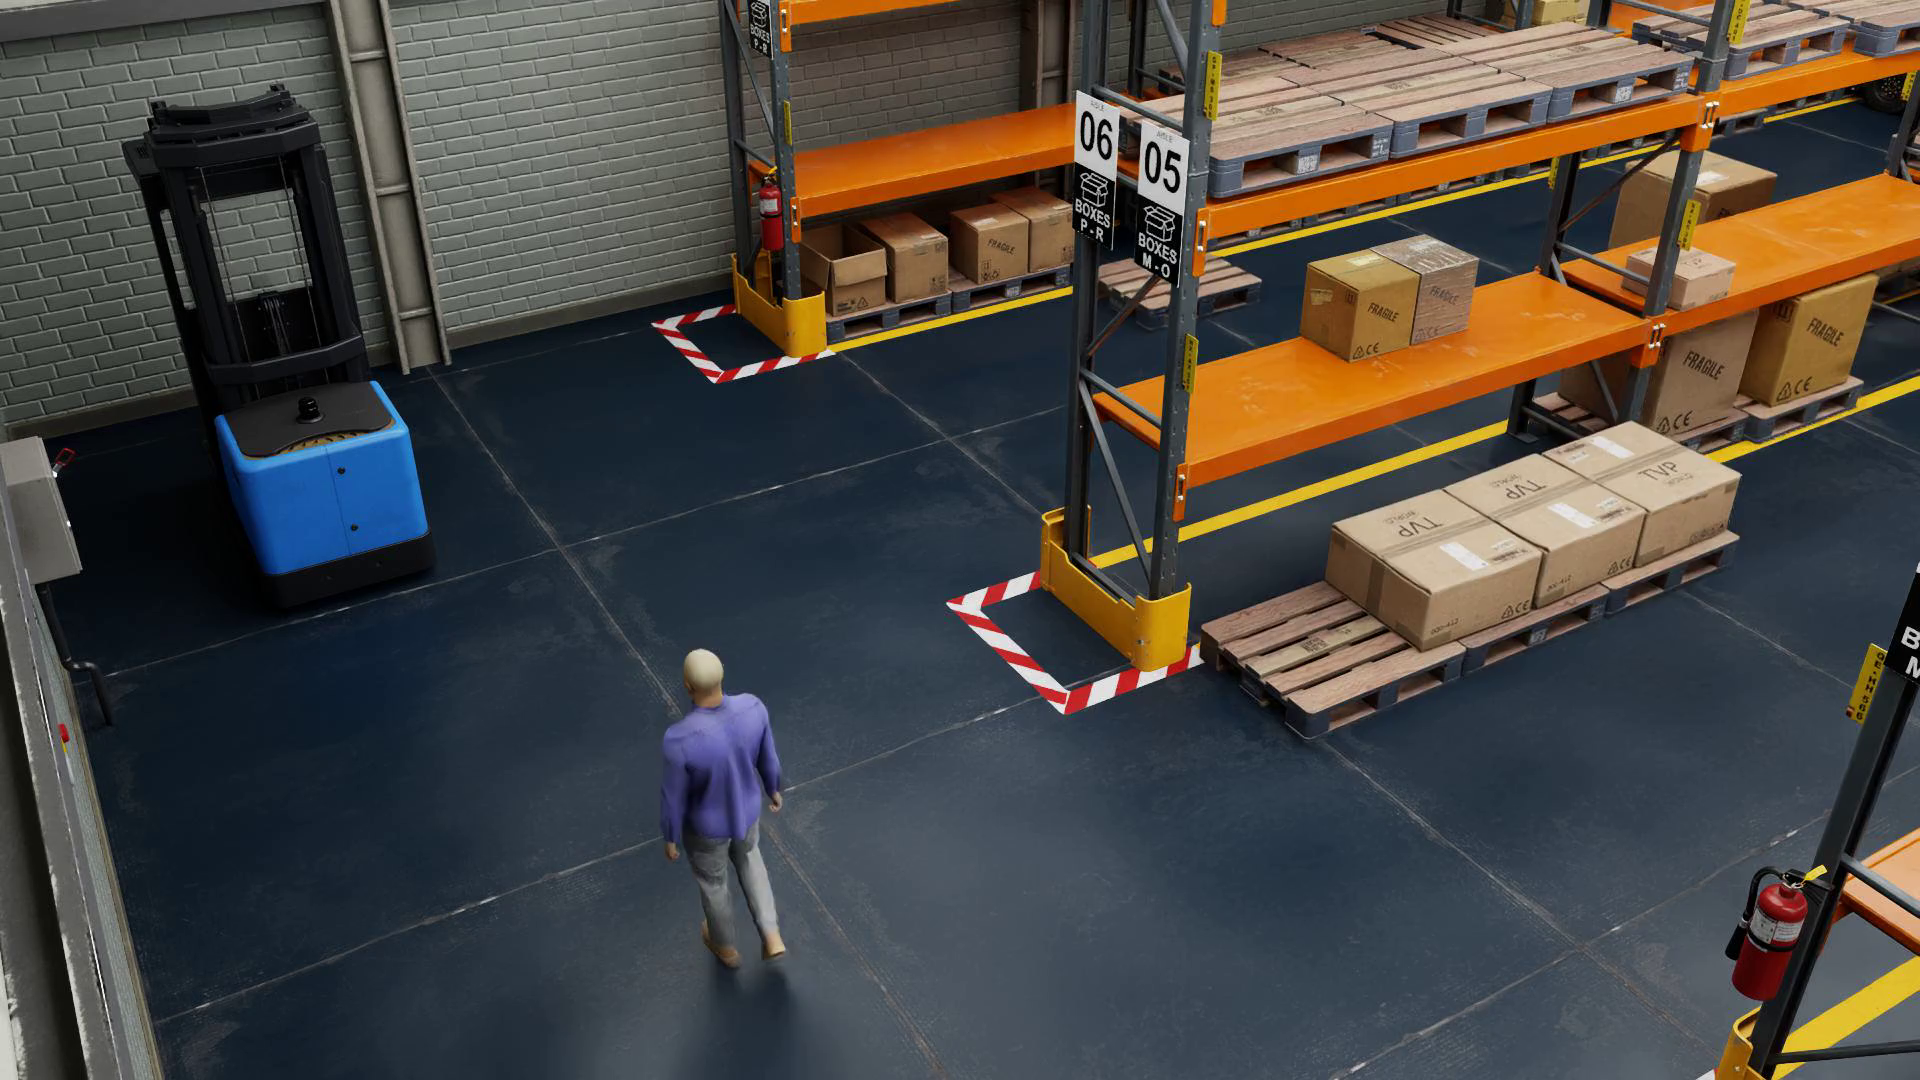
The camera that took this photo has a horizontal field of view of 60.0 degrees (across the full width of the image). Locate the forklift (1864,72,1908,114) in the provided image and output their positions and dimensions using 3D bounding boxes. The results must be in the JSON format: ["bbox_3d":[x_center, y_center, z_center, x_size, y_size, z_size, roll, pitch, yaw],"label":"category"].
[{"bbox_3d":[11.468,-5.645,18.244,1.214,2.155,2.313,-17,36,-26],"label":"forklift"}]

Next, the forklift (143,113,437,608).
[{"bbox_3d":[-4.289,-1.259,10.509,1.129,2.768,1.873,-17,36,-26],"label":"forklift"}]

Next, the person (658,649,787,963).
[{"bbox_3d":[-1.059,1.246,7.479,0.619,1.789,0.487,-20,37,-29],"label":"person"}]

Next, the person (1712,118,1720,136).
[{"bbox_3d":[7.184,-4.141,16.142,0.403,1.852,0.539,11,33,17],"label":"person"}]
